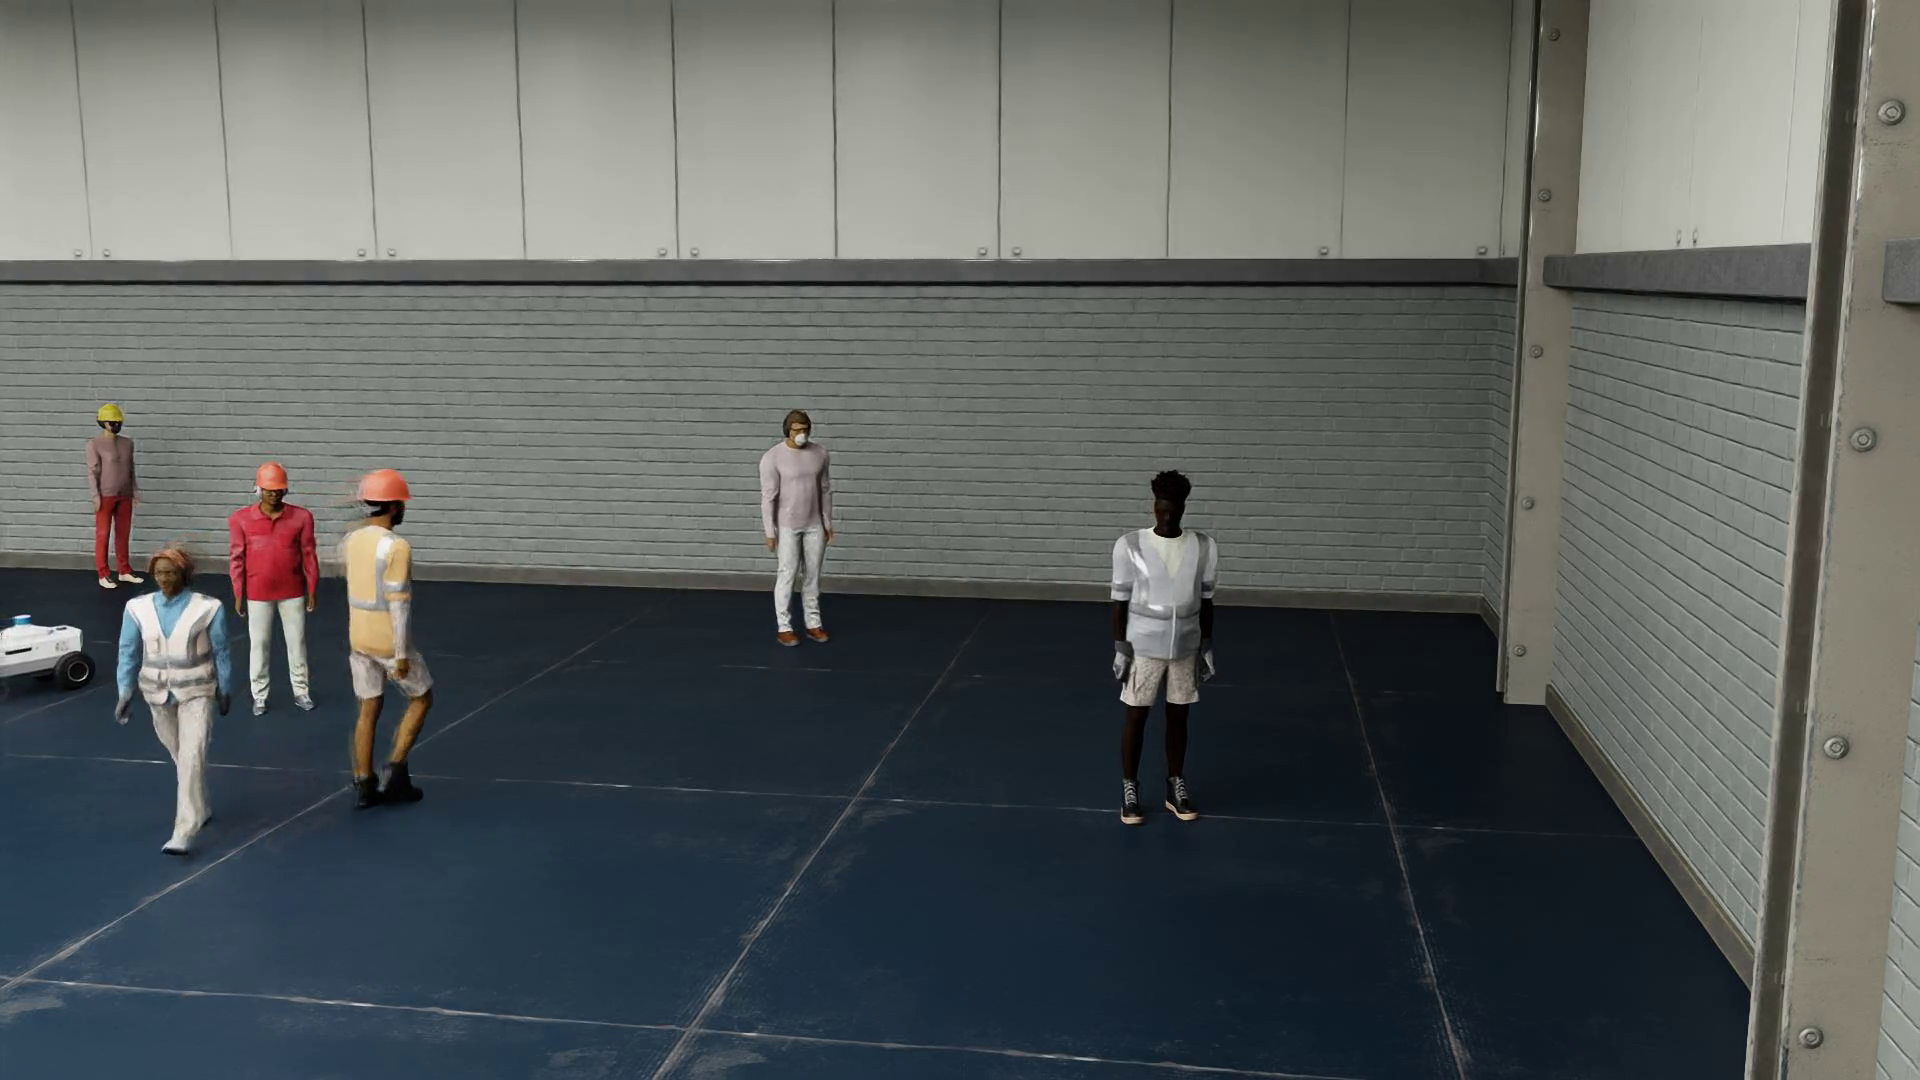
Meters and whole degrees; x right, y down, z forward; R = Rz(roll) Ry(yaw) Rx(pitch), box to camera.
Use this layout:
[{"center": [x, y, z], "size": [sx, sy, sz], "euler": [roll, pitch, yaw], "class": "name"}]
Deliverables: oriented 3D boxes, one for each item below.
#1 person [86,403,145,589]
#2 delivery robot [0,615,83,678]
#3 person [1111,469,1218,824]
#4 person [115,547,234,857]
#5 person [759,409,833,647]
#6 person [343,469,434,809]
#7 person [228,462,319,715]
[{"center": [-8.115, -0.429, 15.984], "size": [0.327, 1.769, 0.525], "euler": [4, 10, 22], "class": "person"}, {"center": [-6.712, 0.784, 11.944], "size": [0.477, 0.478, 0.707], "euler": [7, 11, 36], "class": "delivery robot"}, {"center": [1.126, 0.584, 9.147], "size": [0.608, 1.957, 0.390], "euler": [-2, 9, -11], "class": "person"}, {"center": [-4.108, 0.838, 8.701], "size": [0.511, 1.593, 0.868], "euler": [-1, 9, -4], "class": "person"}, {"center": [-1.316, -0.103, 13.488], "size": [0.635, 1.929, 0.378], "euler": [-7, 12, -37], "class": "person"}, {"center": [-3.247, 0.565, 9.382], "size": [0.556, 1.918, 0.478], "euler": [6, 11, 31], "class": "person"}, {"center": [-4.680, 0.330, 11.375], "size": [0.565, 1.744, 0.355], "euler": [-4, 10, -26], "class": "person"}]
